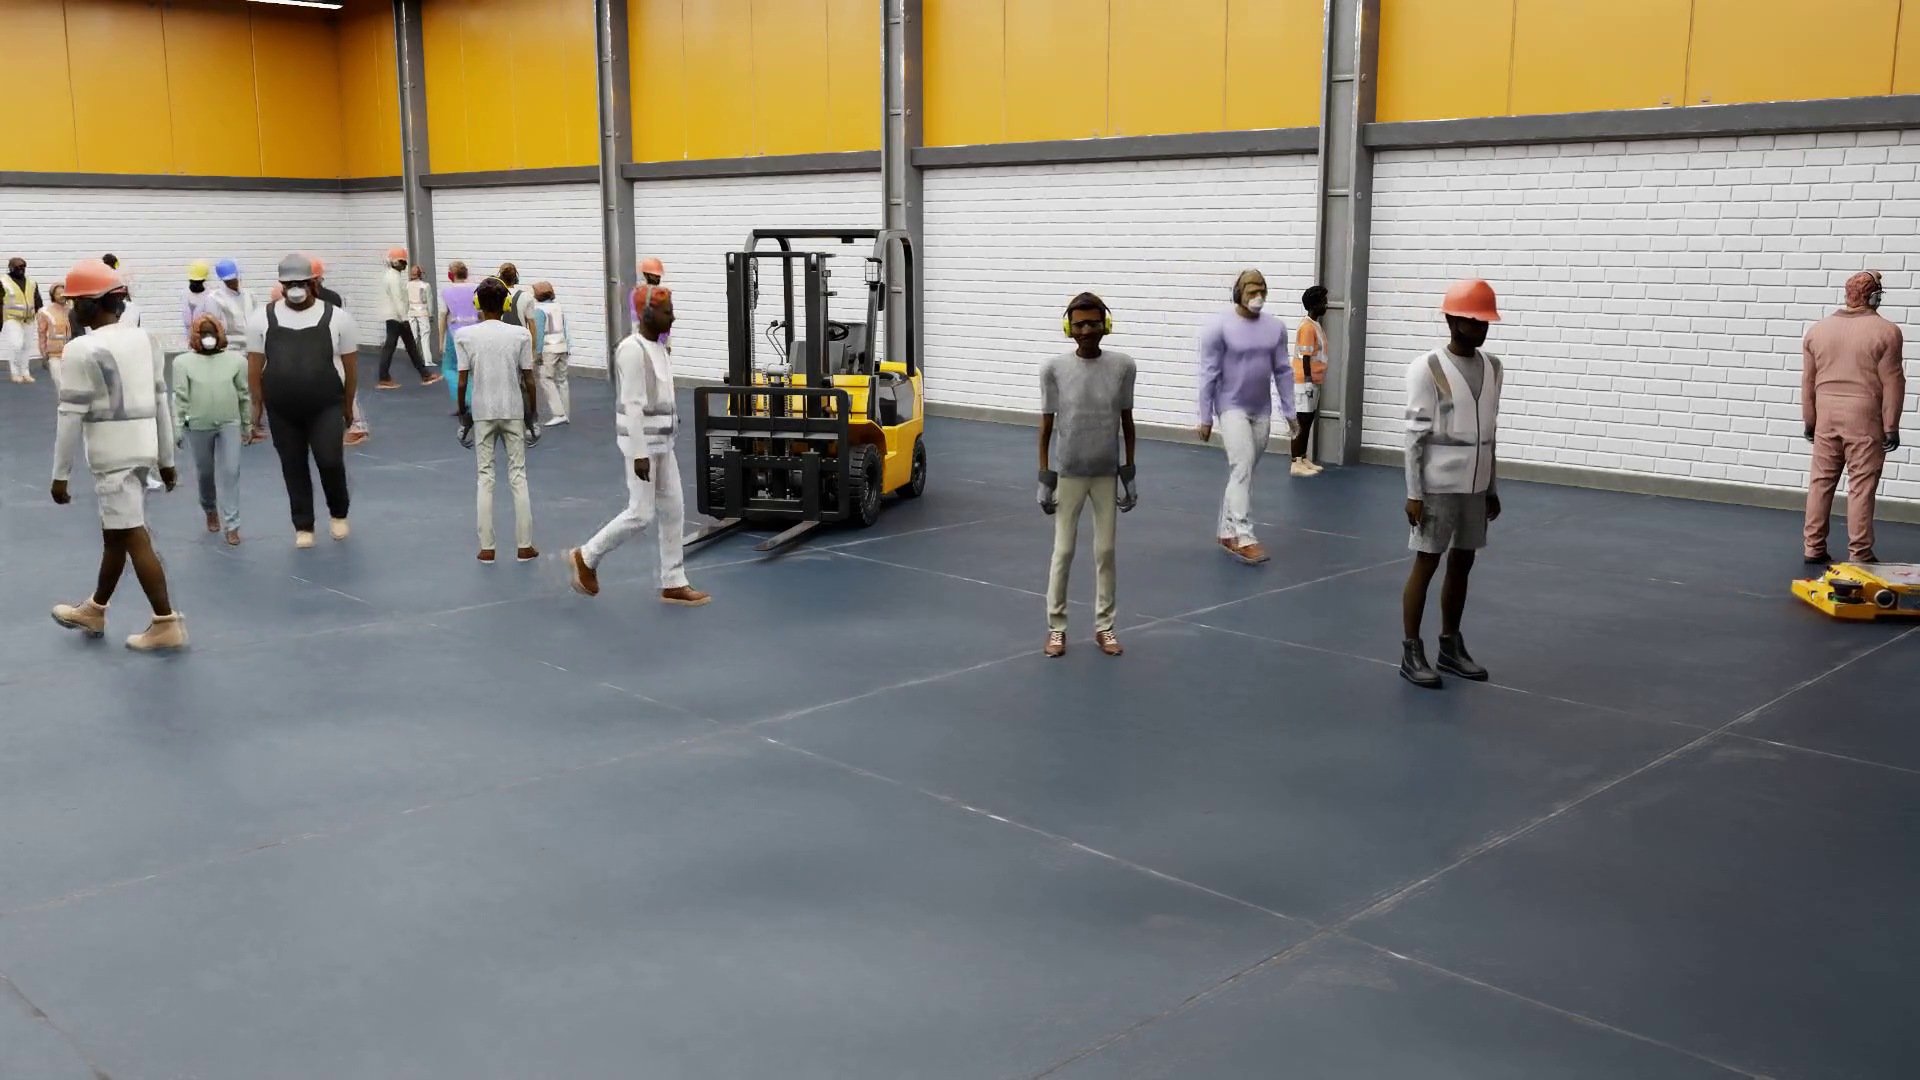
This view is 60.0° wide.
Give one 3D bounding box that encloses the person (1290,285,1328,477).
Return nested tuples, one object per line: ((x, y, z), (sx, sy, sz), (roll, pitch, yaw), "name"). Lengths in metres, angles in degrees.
((3.109, -1.413, 14.806), (0.320, 1.694, 0.531), (4, 11, 21), "person")

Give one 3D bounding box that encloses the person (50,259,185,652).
((-4.440, -0.419, 8.533), (0.955, 1.999, 0.624), (2, 11, 10), "person")

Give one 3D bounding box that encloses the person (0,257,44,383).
((-13.589, -3.168, 24.054), (0.506, 1.821, 0.624), (5, 12, 26), "person")

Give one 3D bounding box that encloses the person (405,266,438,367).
((-8.780, -3.618, 26.977), (0.515, 1.636, 0.315), (3, 11, 15), "person")

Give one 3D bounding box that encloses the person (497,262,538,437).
((-4.720, -1.994, 17.552), (0.506, 1.847, 0.343), (-3, 11, -14), "person")

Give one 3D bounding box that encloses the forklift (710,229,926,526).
((-1.050, -1.319, 12.920), (1.214, 2.155, 2.313), (2, 11, 13), "forklift")

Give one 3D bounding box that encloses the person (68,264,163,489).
((-7.007, -1.334, 13.829), (0.802, 1.889, 0.614), (8, 13, 39), "person")

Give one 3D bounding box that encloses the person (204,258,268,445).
((-7.412, -1.929, 17.079), (0.461, 1.907, 0.732), (4, 11, 23), "person")

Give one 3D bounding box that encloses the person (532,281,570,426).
((-4.582, -2.102, 18.760), (0.346, 1.626, 0.660), (3, 11, 18), "person")

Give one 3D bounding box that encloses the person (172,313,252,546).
((-5.250, -0.797, 11.691), (0.511, 1.601, 0.801), (-5, 12, -27), "person")

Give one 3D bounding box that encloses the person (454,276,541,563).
((-3.013, -0.779, 10.860), (0.533, 1.871, 0.320), (-3, 11, -13), "person")

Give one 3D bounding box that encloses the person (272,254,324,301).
((-7.288, -2.191, 18.441), (0.625, 1.935, 1.021), (-6, 12, -29), "person")

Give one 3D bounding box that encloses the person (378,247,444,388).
((-7.725, -3.092, 23.234), (0.971, 1.948, 0.662), (-2, 11, -13), "person")

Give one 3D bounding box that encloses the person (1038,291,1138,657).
((0.648, -0.322, 8.418), (0.515, 1.861, 0.359), (-1, 10, -4), "person")

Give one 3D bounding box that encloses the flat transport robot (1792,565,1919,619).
((5.567, 0.292, 9.381), (1.431, 0.197, 0.652), (1, 10, 7), "flat transport robot")

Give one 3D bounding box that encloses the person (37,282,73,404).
((-9.908, -2.036, 18.385), (0.518, 1.626, 0.526), (-10, 14, -42), "person")

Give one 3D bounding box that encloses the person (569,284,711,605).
((-1.856, -0.537, 9.564), (0.743, 1.862, 0.583), (2, 11, 13), "person")

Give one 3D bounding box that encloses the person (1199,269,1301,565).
((1.941, -0.797, 10.870), (0.634, 1.909, 0.867), (-5, 12, -27), "person")

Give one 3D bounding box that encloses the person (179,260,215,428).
((-8.451, -2.176, 18.528), (0.656, 1.853, 0.973), (3, 11, 15), "person")

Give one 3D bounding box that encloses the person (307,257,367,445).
((-6.407, -1.865, 16.666), (0.590, 1.932, 1.024), (3, 11, 18), "person")

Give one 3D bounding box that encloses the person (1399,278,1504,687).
((2.357, -0.265, 7.880), (0.551, 1.932, 0.378), (-5, 12, -25), "person")

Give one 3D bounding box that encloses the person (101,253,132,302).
((-12.502, -3.299, 24.605), (0.532, 1.869, 0.317), (-3, 11, -17), "person")

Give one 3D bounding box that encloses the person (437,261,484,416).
((-5.809, -2.326, 19.380), (0.604, 1.829, 0.463), (-10, 14, -43), "person")

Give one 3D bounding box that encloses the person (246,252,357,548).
((-4.481, -0.950, 11.322), (0.689, 2.000, 0.538), (-2, 11, -12), "person")

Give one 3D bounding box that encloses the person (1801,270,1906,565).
((5.716, -0.758, 10.645), (0.407, 1.909, 0.640), (-7, 12, -32), "person")

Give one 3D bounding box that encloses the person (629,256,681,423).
((-3.586, -2.290, 19.034), (0.895, 1.906, 0.550), (7, 12, 33), "person")
